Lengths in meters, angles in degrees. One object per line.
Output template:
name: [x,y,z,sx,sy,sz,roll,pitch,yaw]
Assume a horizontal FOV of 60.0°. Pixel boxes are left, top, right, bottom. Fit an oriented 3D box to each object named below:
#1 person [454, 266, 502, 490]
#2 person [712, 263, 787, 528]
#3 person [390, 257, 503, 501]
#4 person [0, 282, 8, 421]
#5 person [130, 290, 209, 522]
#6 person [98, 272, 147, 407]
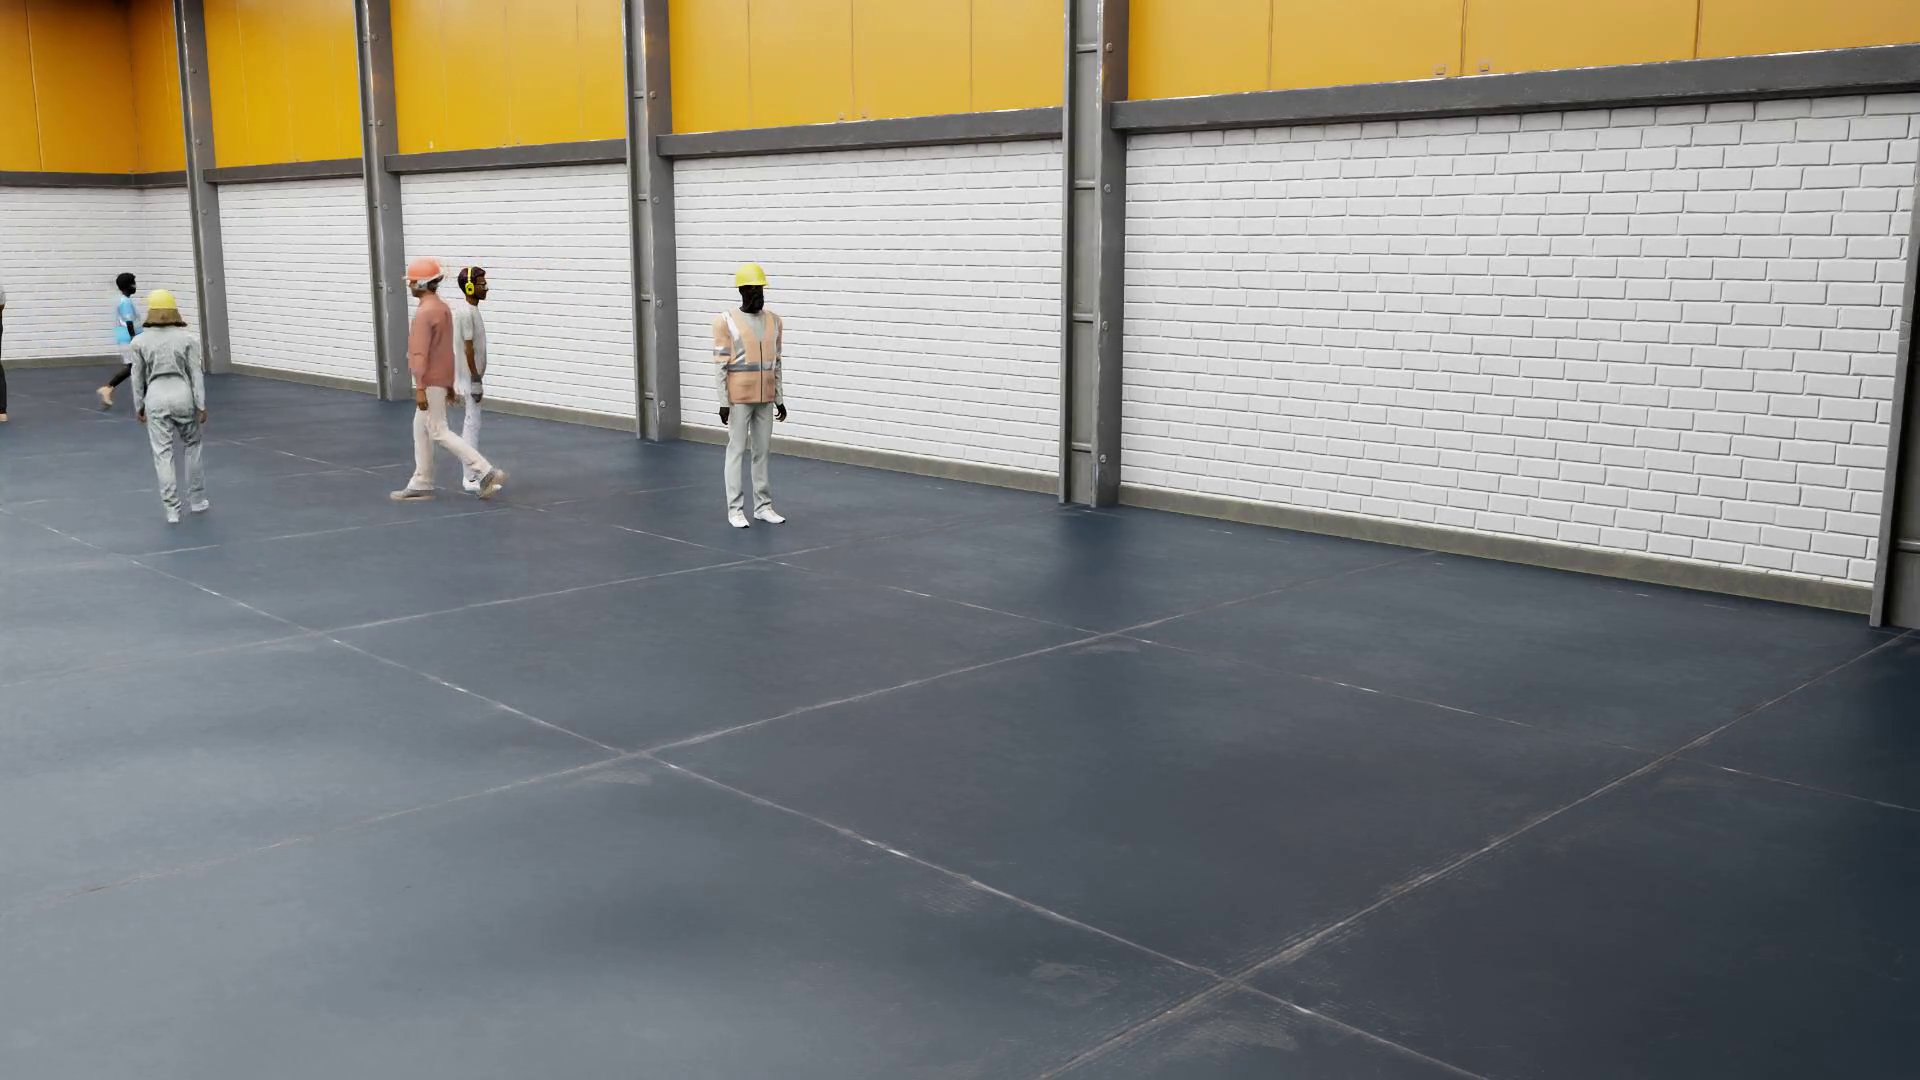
person: [-4.074,-1.348,13.991,0.335,1.862,0.521,-3,11,-15]
person: [-1.531,-1.061,12.231,0.588,1.930,0.358,-9,14,-41]
person: [-4.133,-1.267,13.268,0.895,1.968,0.622,0,10,1]
person: [-11.183,-2.331,18.853,0.538,2.000,0.683,2,11,9]
person: [-5.968,-1.023,12.591,0.506,1.712,0.763,-3,11,-18]
person: [-10.275,-2.458,20.507,0.674,1.681,0.553,-4,11,-23]
